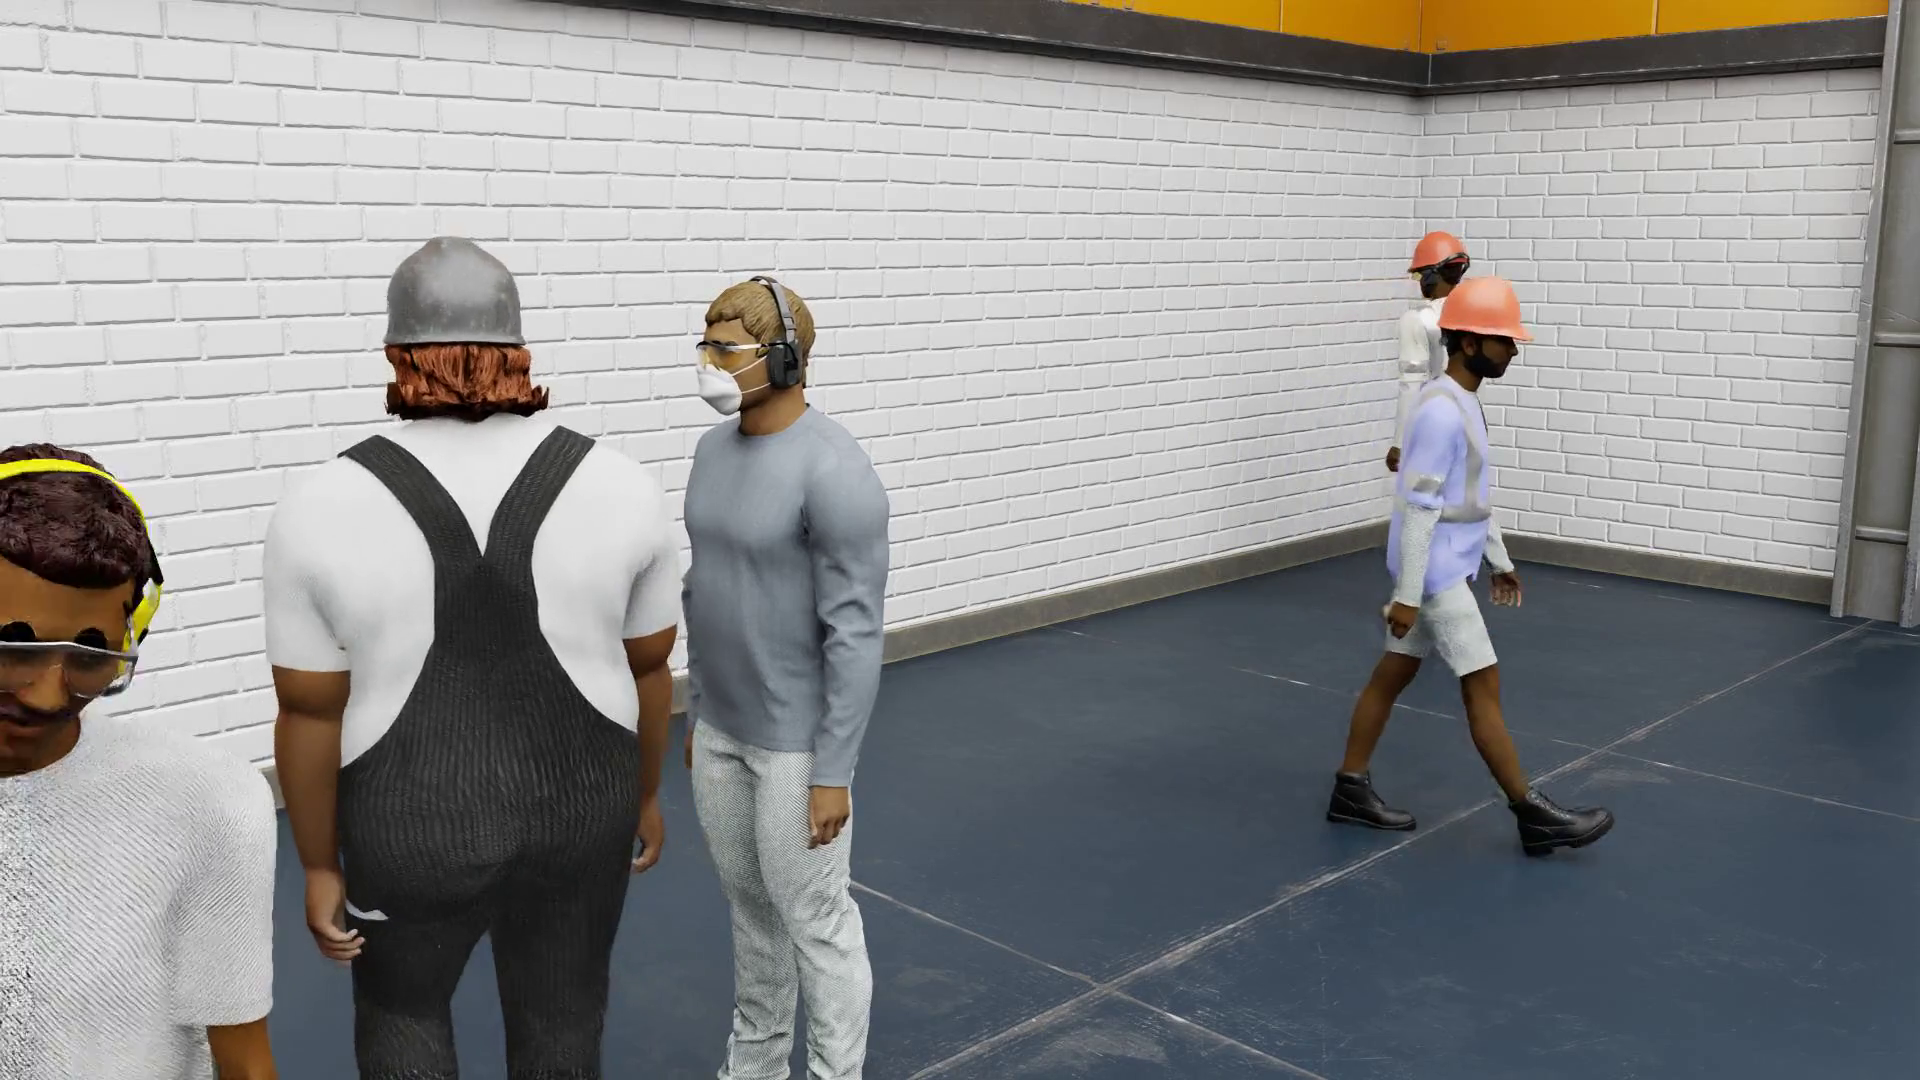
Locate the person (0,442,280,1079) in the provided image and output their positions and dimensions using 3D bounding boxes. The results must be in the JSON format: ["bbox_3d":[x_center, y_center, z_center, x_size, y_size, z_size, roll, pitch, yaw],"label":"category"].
[{"bbox_3d":[-1.023,0.792,1.816,0.670,1.829,0.449,1,10,6],"label":"person"}]

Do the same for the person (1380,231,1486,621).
[{"bbox_3d":[2.456,-0.566,8.632,0.607,2.041,0.377,-6,12,-31],"label":"person"}]

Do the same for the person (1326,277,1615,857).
[{"bbox_3d":[1.696,0.097,5.456,0.987,1.882,0.552,3,11,17],"label":"person"}]

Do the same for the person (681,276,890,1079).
[{"bbox_3d":[-0.400,0.418,3.543,0.372,1.940,0.631,-9,13,-39],"label":"person"}]
